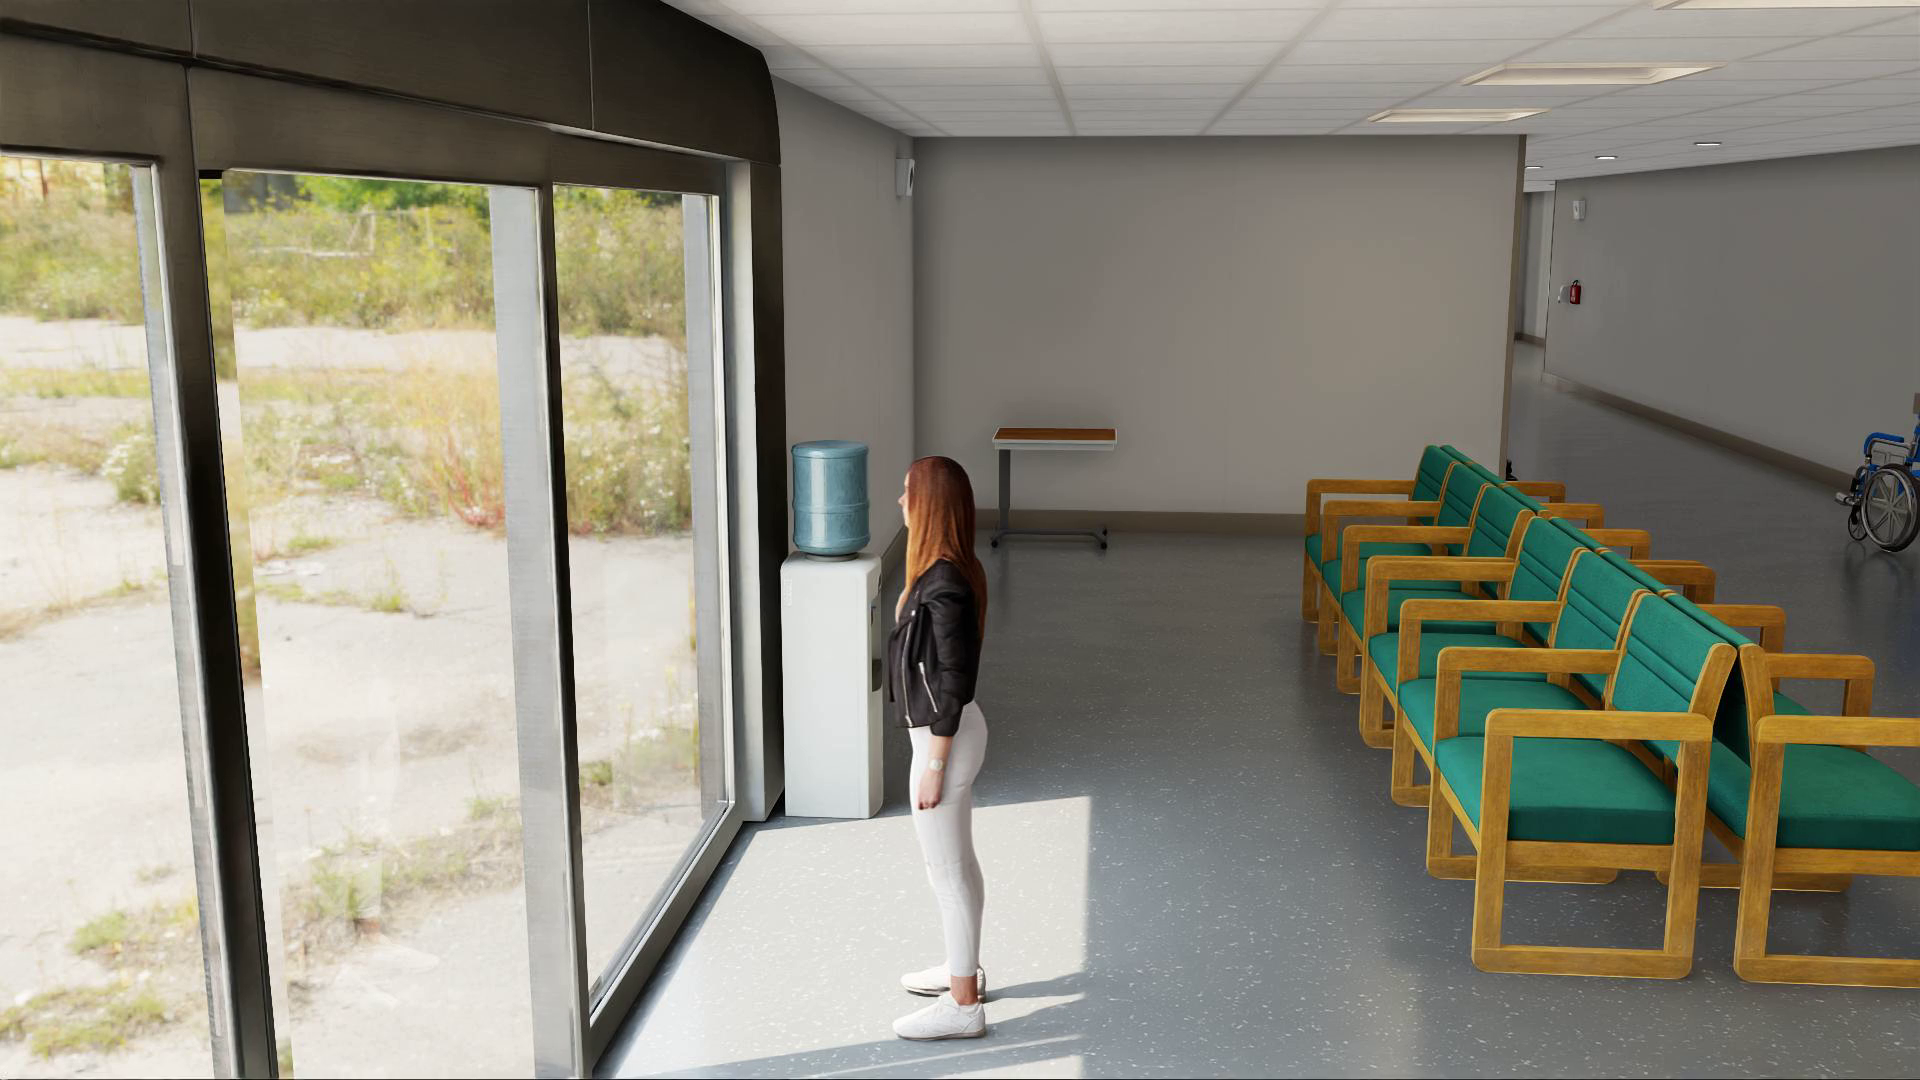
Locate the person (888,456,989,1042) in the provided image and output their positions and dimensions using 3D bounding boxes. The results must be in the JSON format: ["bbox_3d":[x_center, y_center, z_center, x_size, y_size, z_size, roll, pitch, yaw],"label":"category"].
[{"bbox_3d":[-0.042,0.597,4.848,0.505,1.703,0.601,1,11,5],"label":"person"}]
